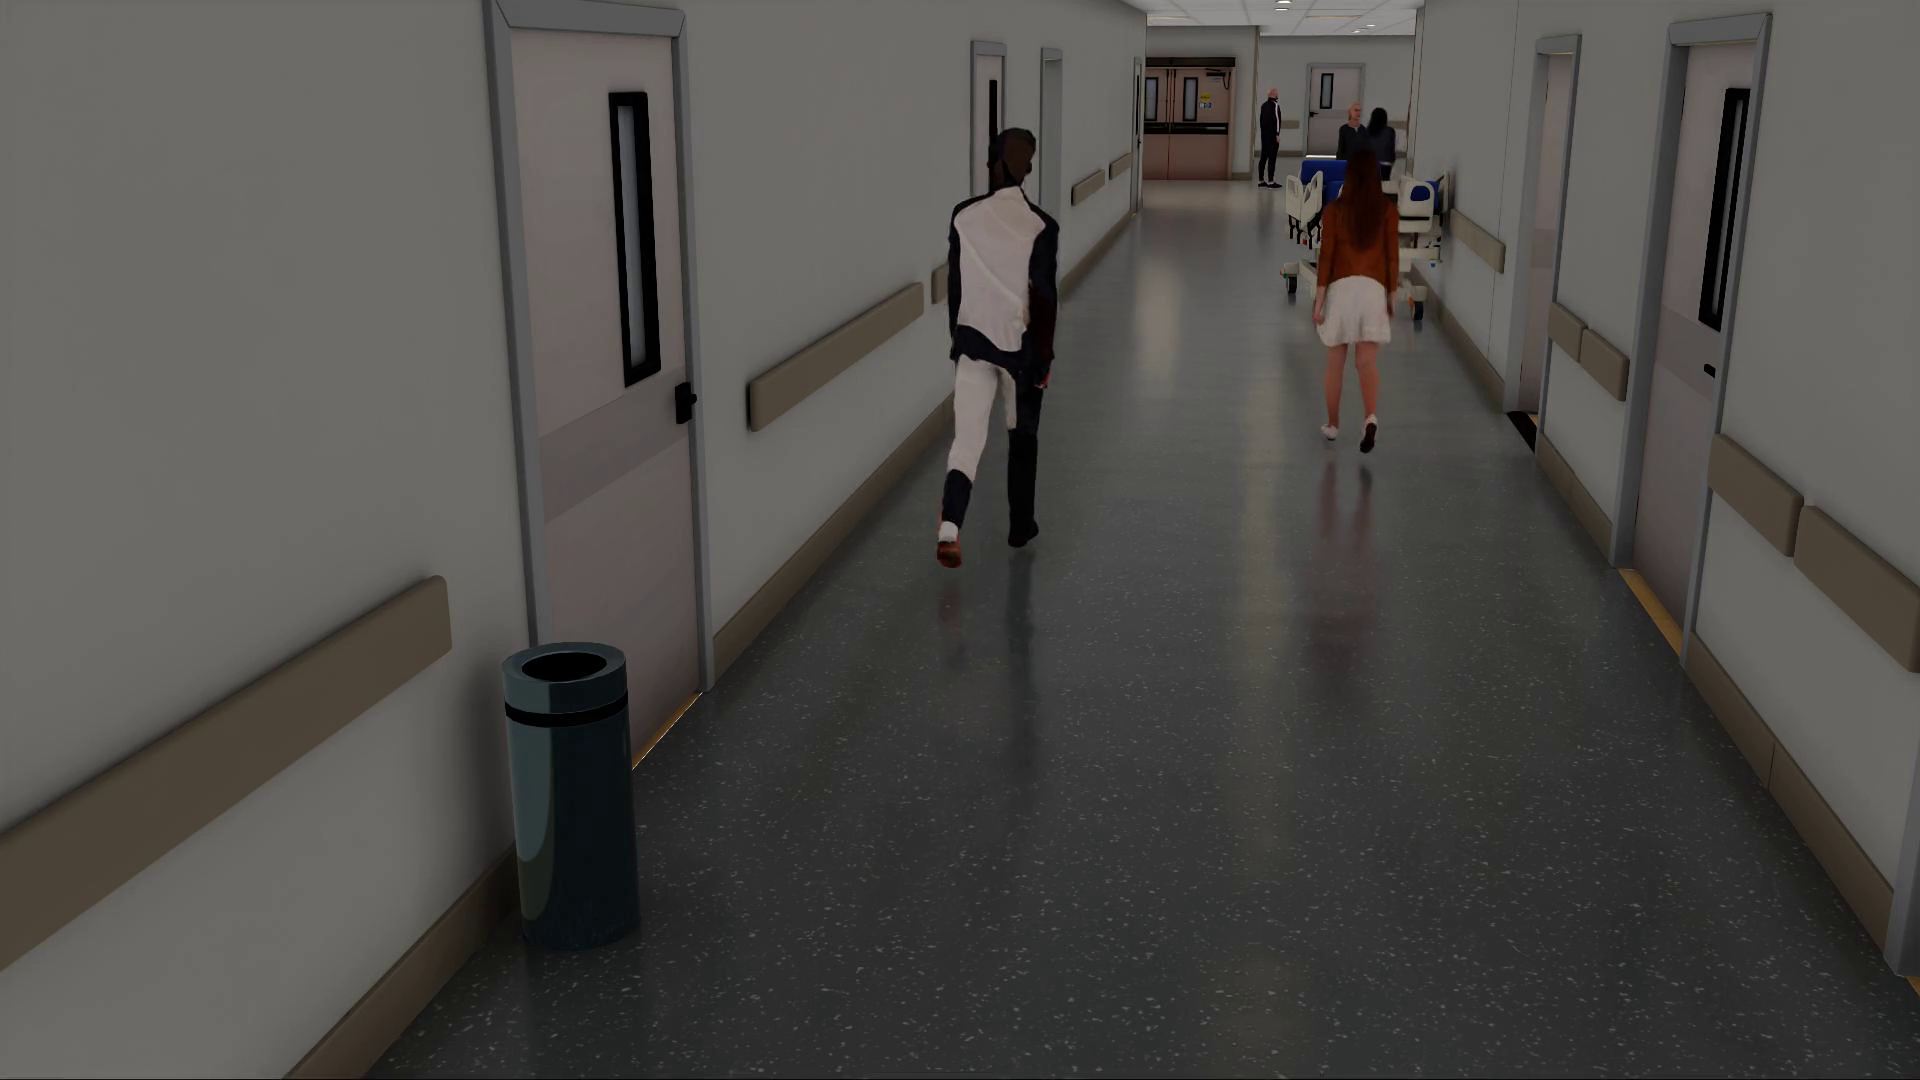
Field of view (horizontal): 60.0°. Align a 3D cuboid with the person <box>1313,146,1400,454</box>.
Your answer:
[{"bbox_3d":[2.250,-1.331,9.396,1.010,1.694,0.735,2,16,6],"label":"person"}]

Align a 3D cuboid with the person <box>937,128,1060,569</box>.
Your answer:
[{"bbox_3d":[0.131,-0.787,7.157,1.160,1.863,0.867,5,16,17],"label":"person"}]

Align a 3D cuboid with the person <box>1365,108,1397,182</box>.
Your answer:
[{"bbox_3d":[6.165,-5.537,24.512,0.910,1.588,0.826,4,16,14],"label":"person"}]

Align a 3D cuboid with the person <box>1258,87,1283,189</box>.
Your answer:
[{"bbox_3d":[5.806,-7.550,31.192,0.780,1.837,0.759,-7,17,-24],"label":"person"}]

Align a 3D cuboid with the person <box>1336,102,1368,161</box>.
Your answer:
[{"bbox_3d":[5.369,-5.147,22.880,0.622,1.723,0.744,-5,17,-17],"label":"person"}]
